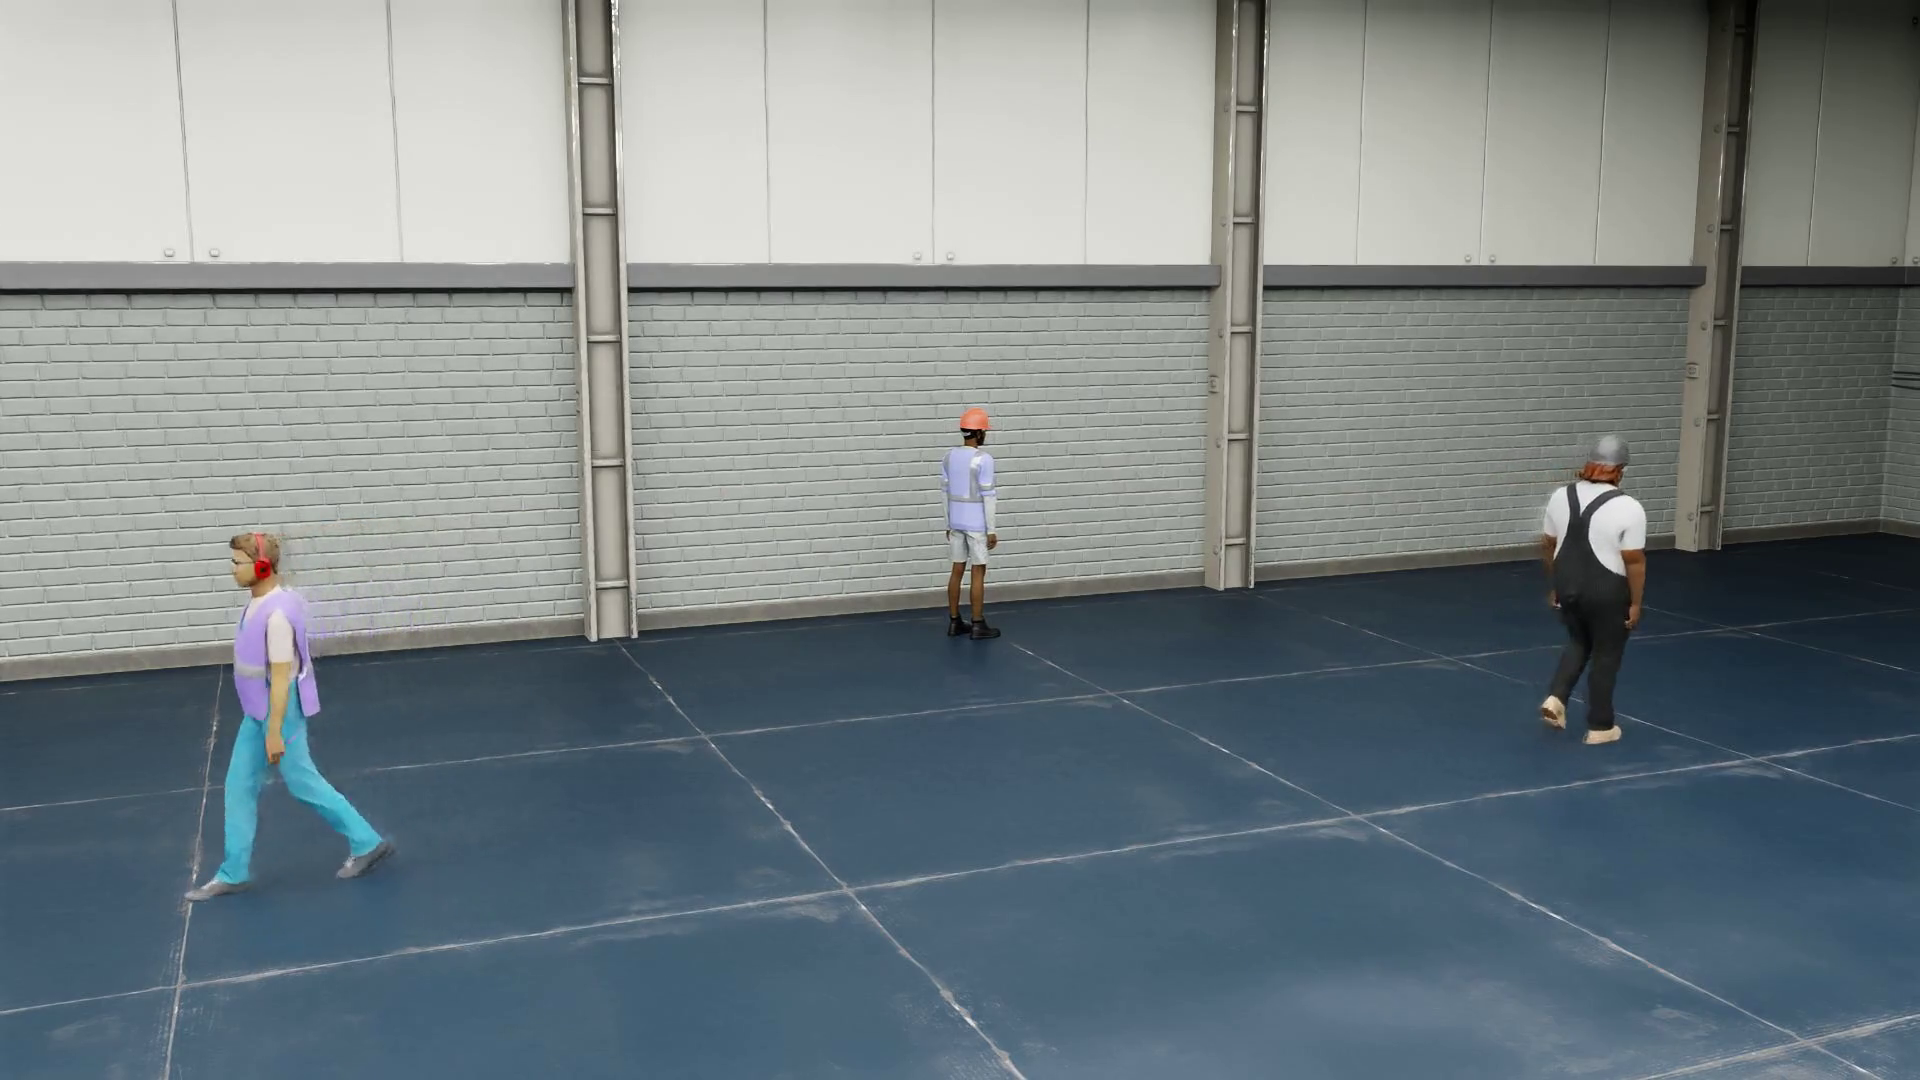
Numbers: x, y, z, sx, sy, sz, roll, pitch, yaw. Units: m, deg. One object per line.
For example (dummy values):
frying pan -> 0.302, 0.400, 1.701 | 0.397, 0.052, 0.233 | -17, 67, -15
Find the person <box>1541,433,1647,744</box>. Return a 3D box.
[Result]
person -> 4.149, 0.312, 10.756 | 0.536, 2.000, 0.703 | -6, 11, -32

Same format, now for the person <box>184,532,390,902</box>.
person -> -3.311, 0.842, 8.164 | 0.935, 1.811, 0.578 | -6, 11, -33

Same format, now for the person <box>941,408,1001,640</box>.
person -> 0.102, -0.137, 13.901 | 0.548, 1.936, 0.378 | 8, 12, 43
